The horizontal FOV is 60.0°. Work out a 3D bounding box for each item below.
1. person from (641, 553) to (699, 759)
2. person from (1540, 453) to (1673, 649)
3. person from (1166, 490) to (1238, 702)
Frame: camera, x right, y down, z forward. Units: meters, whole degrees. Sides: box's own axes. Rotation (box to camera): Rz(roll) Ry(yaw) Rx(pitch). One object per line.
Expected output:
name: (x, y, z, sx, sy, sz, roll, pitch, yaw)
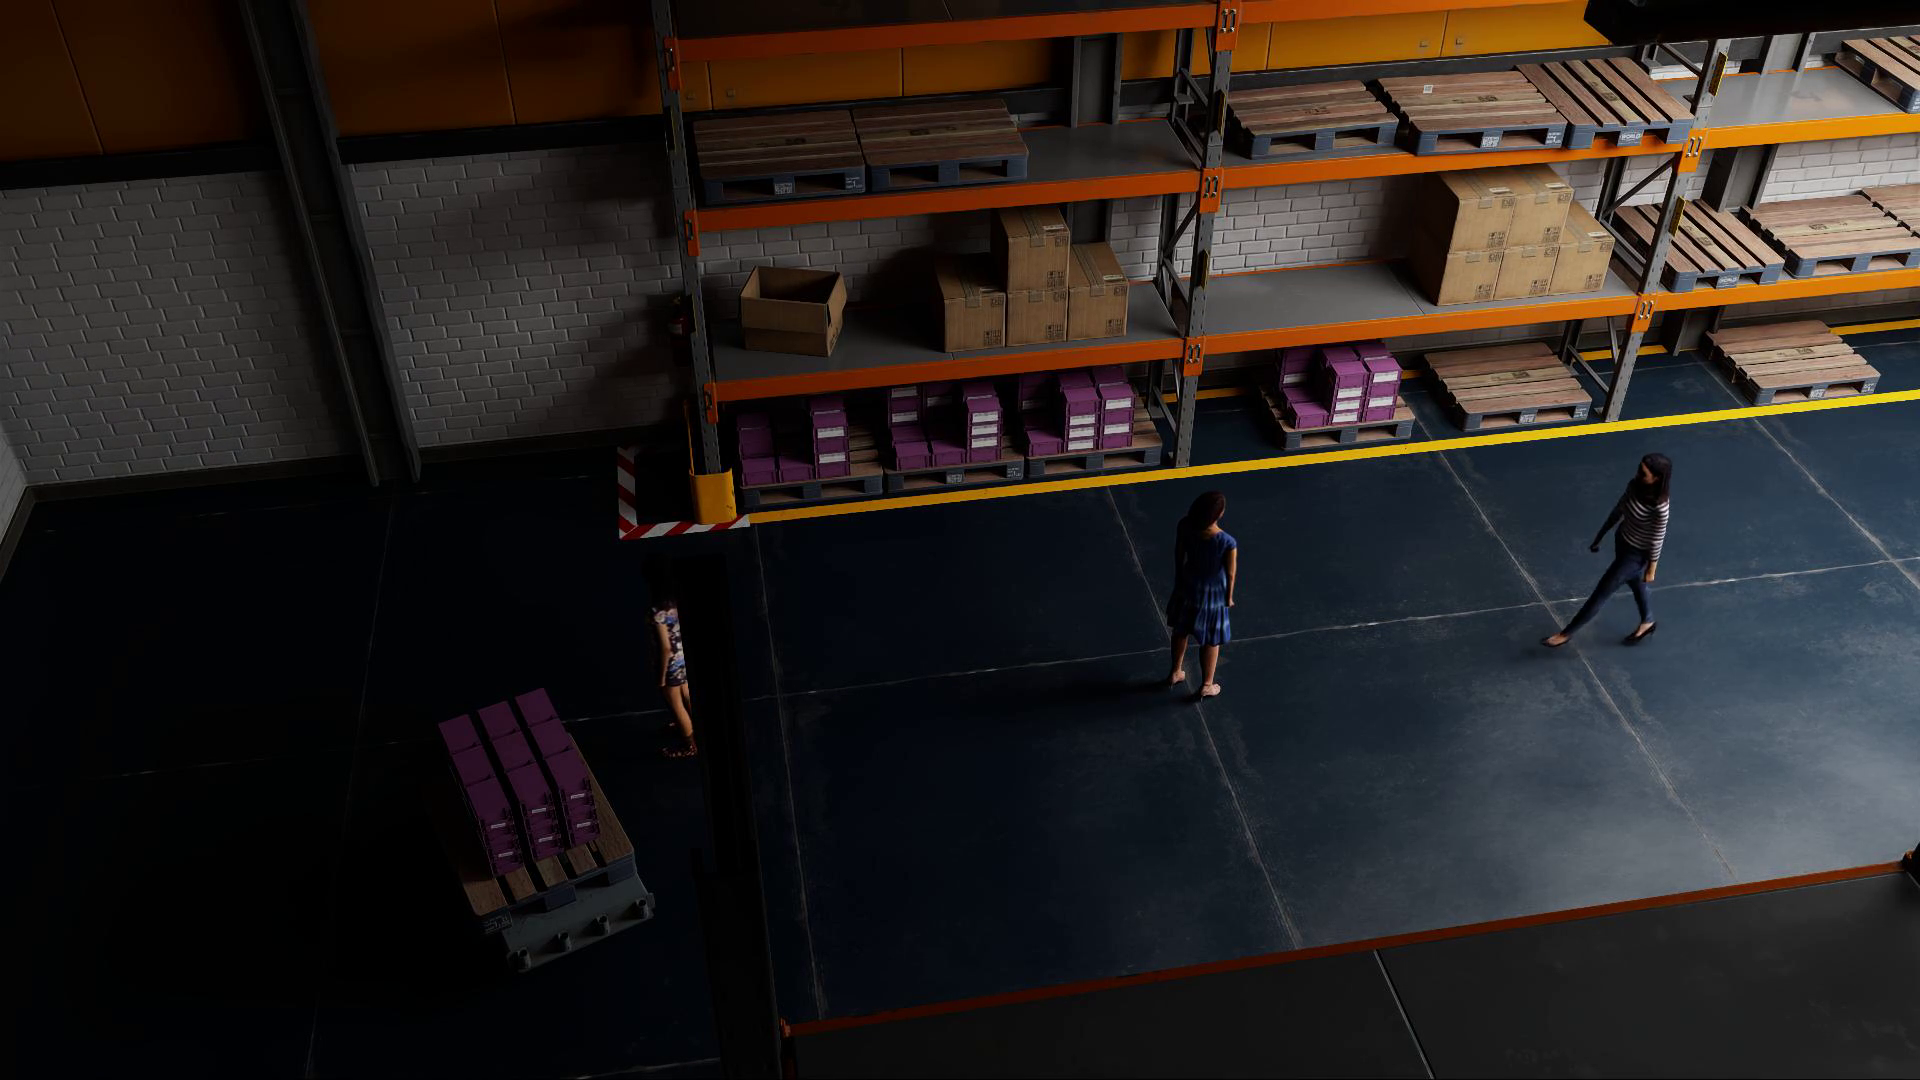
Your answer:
person: (-1.960, 0.781, 11.264, 0.601, 1.733, 0.656, 4, 39, 6)
person: (4.950, 0.122, 12.091, 1.132, 1.731, 0.610, -6, 39, -8)
person: (1.705, 0.390, 11.696, 0.740, 1.806, 0.800, 24, 44, 27)
